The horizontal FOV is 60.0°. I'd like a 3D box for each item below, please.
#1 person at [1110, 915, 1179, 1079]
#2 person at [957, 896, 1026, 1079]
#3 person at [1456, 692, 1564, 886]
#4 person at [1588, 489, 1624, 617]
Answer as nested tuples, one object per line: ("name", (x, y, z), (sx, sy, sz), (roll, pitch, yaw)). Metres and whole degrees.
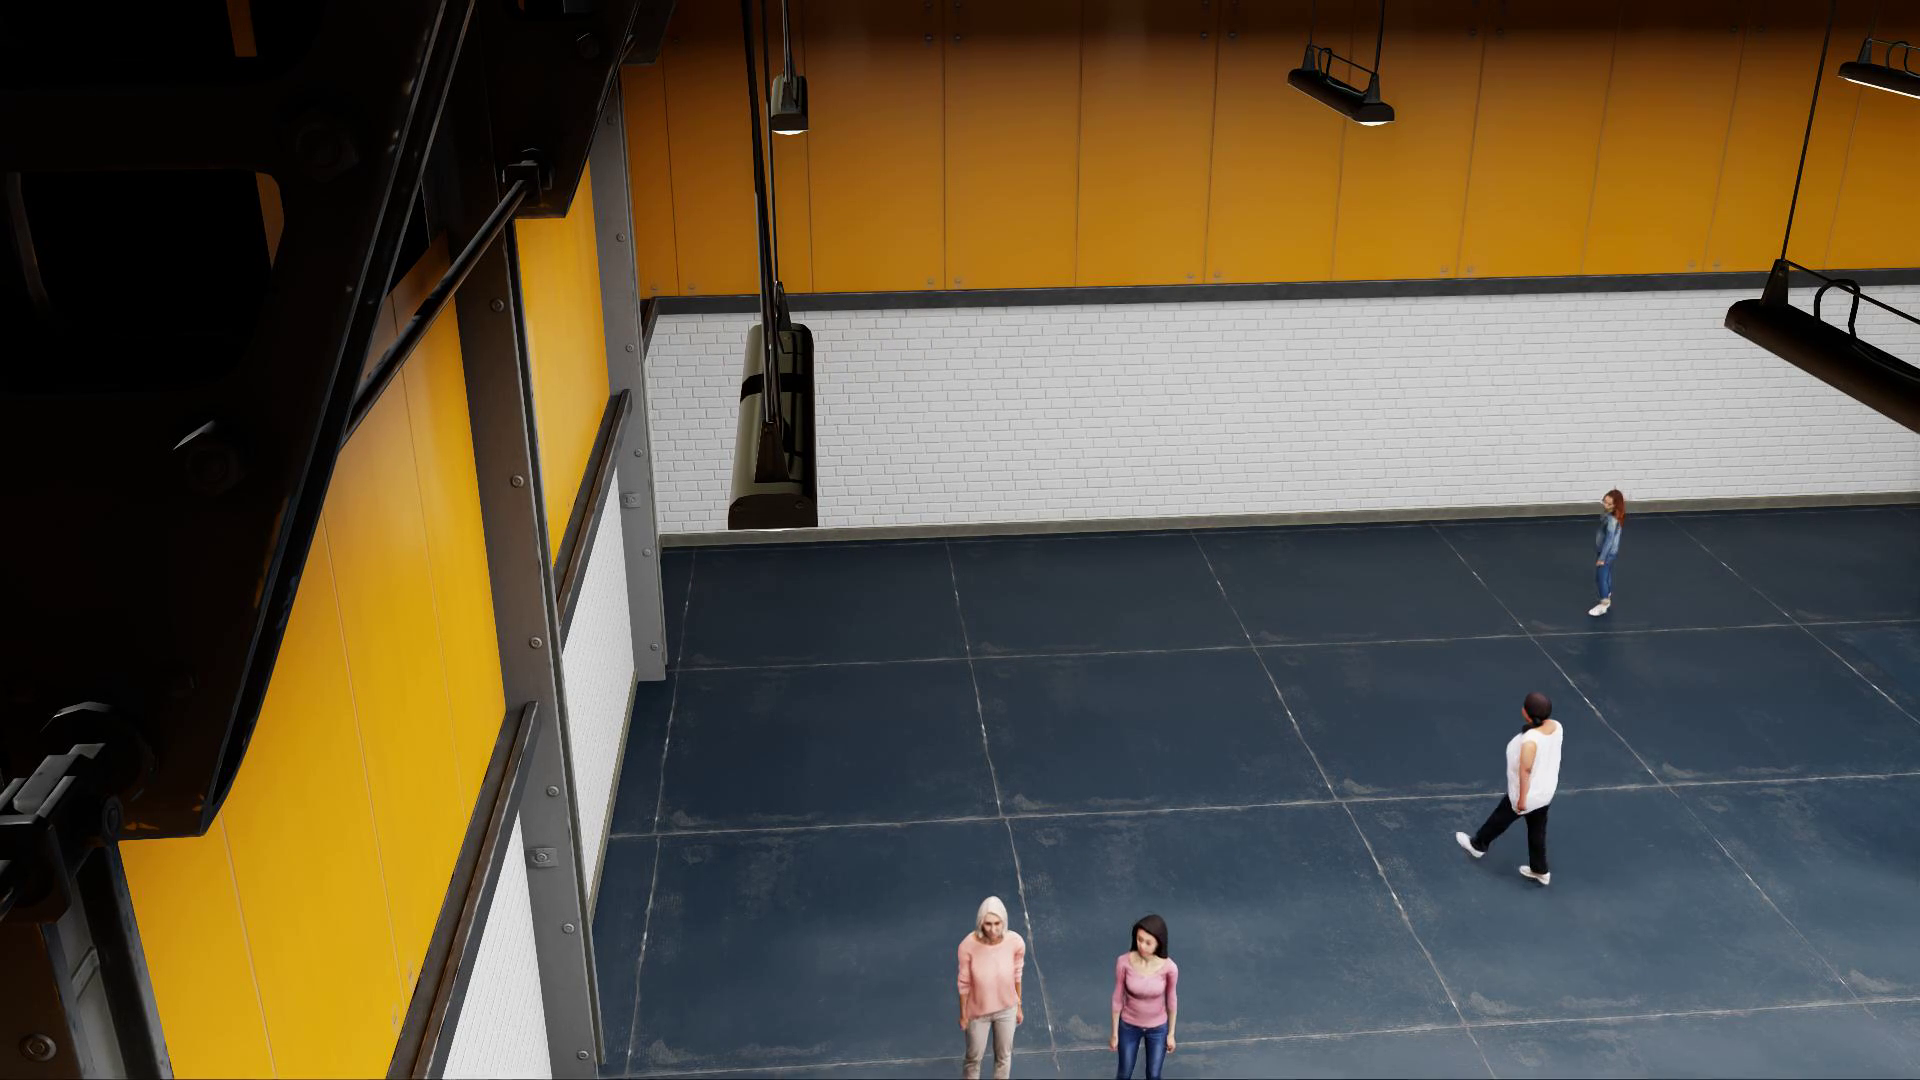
("person", (1.184, 3.136, 10.701), (0.615, 1.742, 0.568), (3, 24, 8))
("person", (0.206, 3.056, 10.908), (0.621, 1.724, 0.544), (-4, 24, -10))
("person", (4.622, 2.022, 13.362), (1.013, 1.653, 1.159), (-18, 29, -35))
("person", (7.023, 0.106, 17.986), (0.821, 1.460, 0.607), (12, 26, 25))
